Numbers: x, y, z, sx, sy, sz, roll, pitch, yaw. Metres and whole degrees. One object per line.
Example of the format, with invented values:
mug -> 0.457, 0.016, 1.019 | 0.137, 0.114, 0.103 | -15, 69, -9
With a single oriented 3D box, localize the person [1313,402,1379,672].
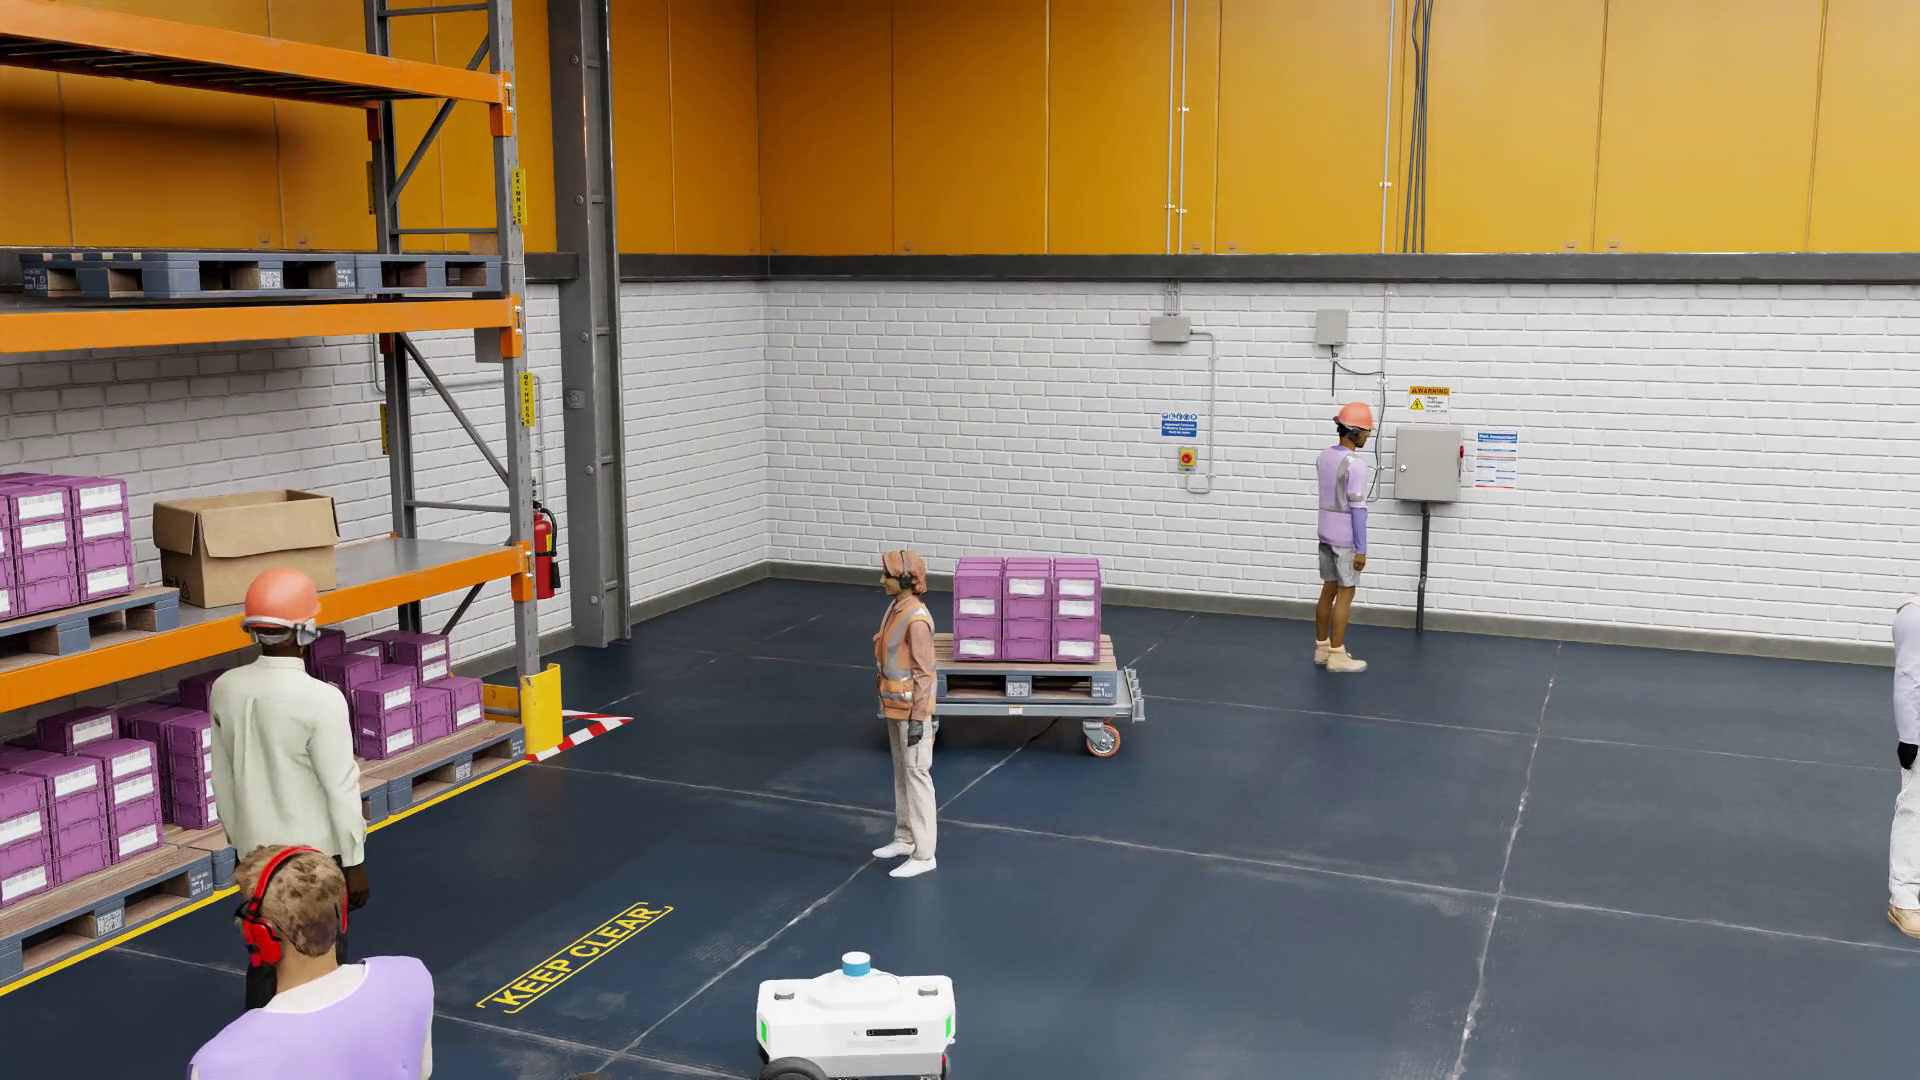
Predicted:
person -> 2.889, -0.017, 12.440 | 0.406, 2.029, 0.613 | -3, 10, -16

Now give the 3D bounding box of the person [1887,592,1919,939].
person -> 4.524, 0.883, 7.537 | 0.622, 1.845, 0.429 | -2, 10, -12

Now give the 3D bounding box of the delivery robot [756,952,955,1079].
delivery robot -> -0.371, 1.732, 5.999 | 0.707, 0.478, 0.477 | -1, 9, -4

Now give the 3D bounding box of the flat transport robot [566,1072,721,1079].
flat transport robot -> -0.931, 2.055, 5.160 | 0.652, 0.197, 1.431 | -2, 10, -11

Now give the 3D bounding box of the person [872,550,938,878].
person -> -0.267, 0.857, 8.305 | 0.307, 1.639, 0.525 | -3, 10, -16

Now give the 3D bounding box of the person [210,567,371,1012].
person -> -2.334, 1.081, 5.864 | 0.622, 1.994, 0.378 | 4, 10, 24

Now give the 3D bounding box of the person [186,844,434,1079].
person -> -1.340, 1.539, 3.542 | 0.389, 1.846, 0.567 | 5, 11, 29
